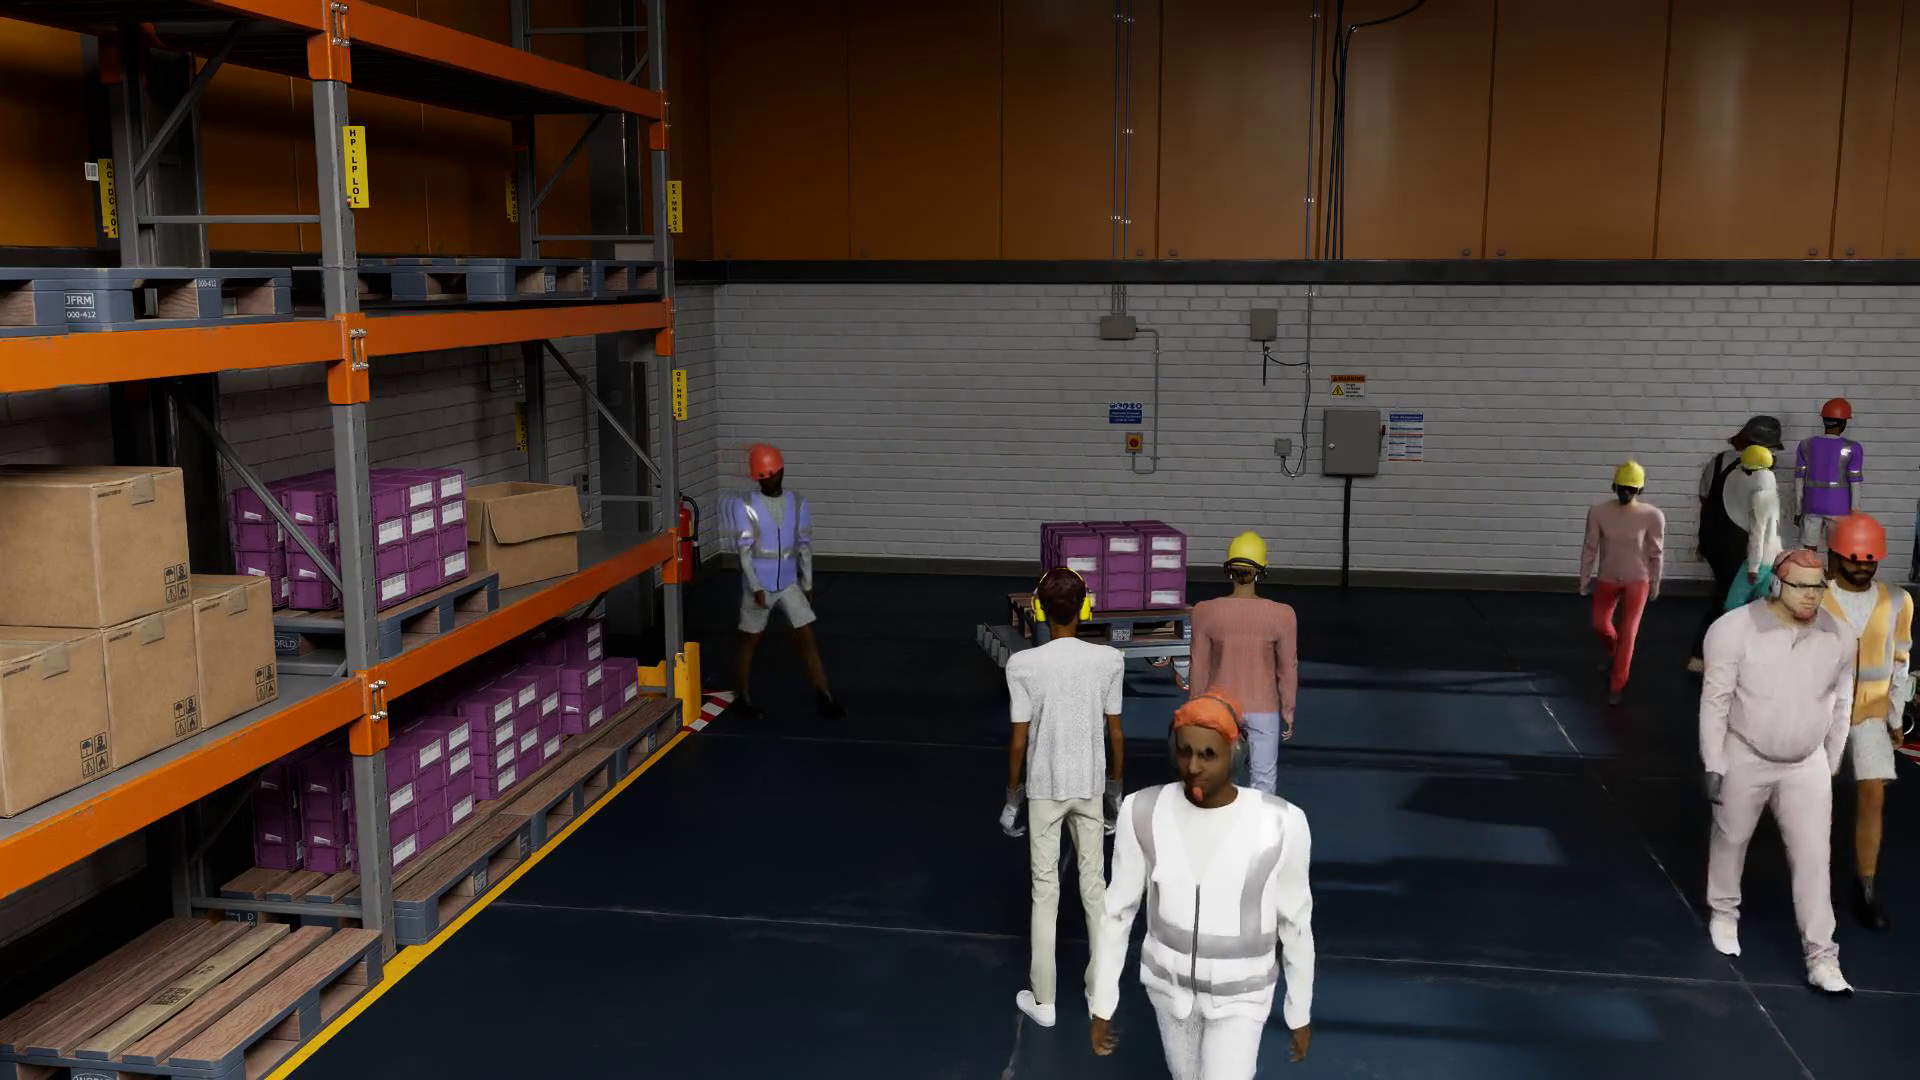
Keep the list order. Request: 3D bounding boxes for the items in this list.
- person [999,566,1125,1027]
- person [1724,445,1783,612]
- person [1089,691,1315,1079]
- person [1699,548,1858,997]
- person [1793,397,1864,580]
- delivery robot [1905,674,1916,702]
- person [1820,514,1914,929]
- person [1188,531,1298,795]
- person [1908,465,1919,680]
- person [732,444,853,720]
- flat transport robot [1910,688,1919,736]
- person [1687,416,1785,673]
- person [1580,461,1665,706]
[{"bbox_3d":[0.416,1.029,6.700,0.519,1.865,0.326,-2,9,-11],"label":"person"},{"bbox_3d":[5.950,0.156,12.441,0.376,1.753,0.610,8,12,40],"label":"person"},{"bbox_3d":[0.670,1.350,4.796,0.607,1.829,0.987,5,10,27],"label":"person"},{"bbox_3d":[3.483,0.970,7.075,0.667,1.864,0.958,1,9,8],"label":"person"},{"bbox_3d":[7.558,-0.272,14.487,0.356,1.937,0.552,-9,13,-43],"label":"person"},{"bbox_3d":[5.818,0.957,10.874,0.707,0.478,0.477,1,9,7],"label":"delivery robot"},{"bbox_3d":[4.138,0.836,7.740,0.582,1.902,0.848,2,9,13],"label":"person"},{"bbox_3d":[1.388,0.836,8.188,0.533,1.768,0.310,2,9,10],"label":"person"},{"bbox_3d":[7.256,0.217,12.262,0.439,1.674,0.554,-1,9,-4],"label":"person"},{"bbox_3d":[-1.160,0.305,11.107,0.677,1.892,0.799,-5,11,-30],"label":"person"},{"bbox_3d":[6.880,1.156,10.809,1.431,0.197,0.652,4,10,21],"label":"flat transport robot"},{"bbox_3d":[5.853,-0.012,12.568,0.860,2.000,0.698,-1,9,-8],"label":"person"},{"bbox_3d":[4.725,0.262,11.826,0.542,1.729,0.767,6,11,32],"label":"person"}]
